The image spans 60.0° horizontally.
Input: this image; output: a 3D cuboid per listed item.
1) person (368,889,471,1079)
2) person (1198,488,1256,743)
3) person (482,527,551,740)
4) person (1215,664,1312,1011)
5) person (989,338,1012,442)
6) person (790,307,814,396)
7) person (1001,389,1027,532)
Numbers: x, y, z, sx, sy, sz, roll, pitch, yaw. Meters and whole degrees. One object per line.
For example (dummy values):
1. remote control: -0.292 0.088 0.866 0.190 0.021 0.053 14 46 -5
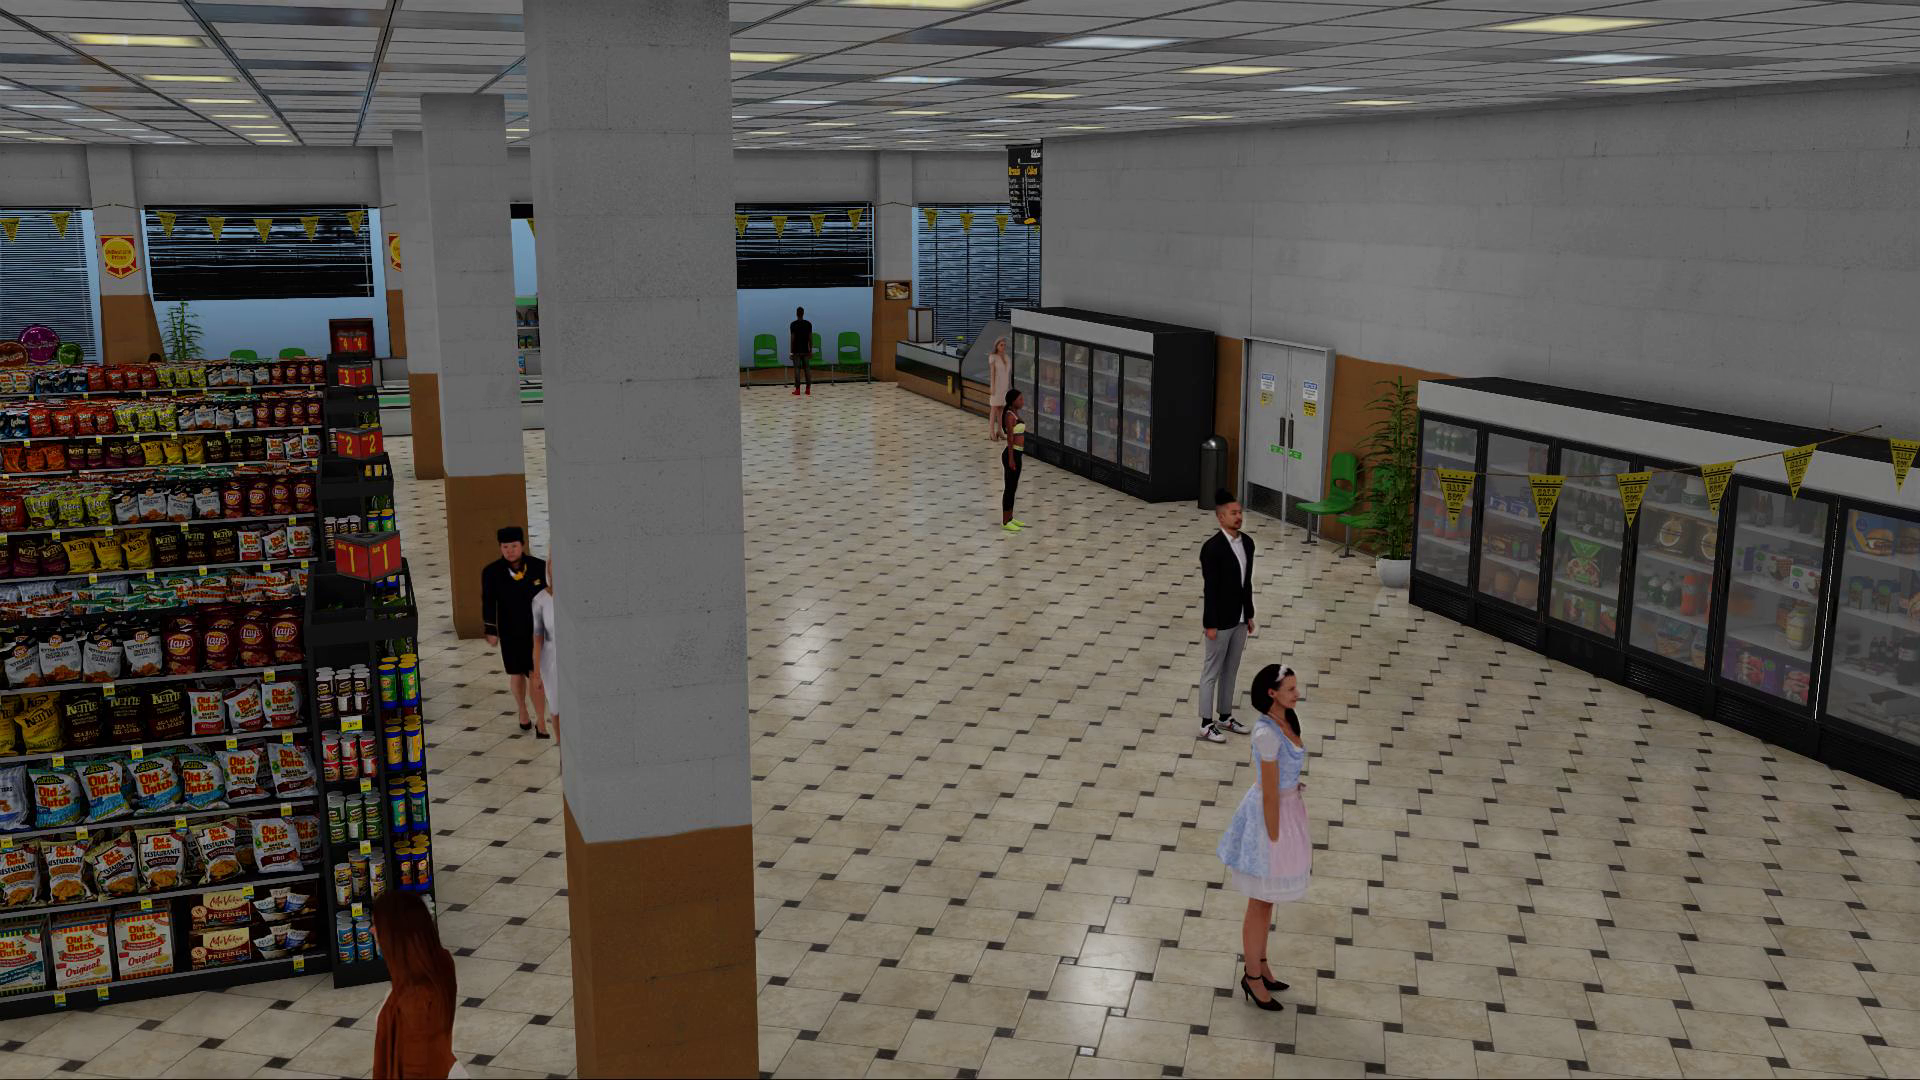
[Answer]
1. person: -1.936 2.086 6.133 0.636 1.716 0.663 -1 12 -6
2. person: 2.044 0.558 12.822 0.676 1.950 0.840 -10 16 -40
3. person: -3.405 0.702 12.886 0.865 1.641 0.774 -4 13 -18
4. person: 1.606 1.514 8.601 0.913 1.819 0.857 4 13 20
5. person: 0.658 -2.548 28.092 0.619 1.735 0.737 -11 16 -42
6. person: -3.292 -3.916 34.420 0.485 1.805 0.728 -6 13 -25
7. person: 0.648 -1.009 20.738 0.675 1.755 0.645 3 12 15
